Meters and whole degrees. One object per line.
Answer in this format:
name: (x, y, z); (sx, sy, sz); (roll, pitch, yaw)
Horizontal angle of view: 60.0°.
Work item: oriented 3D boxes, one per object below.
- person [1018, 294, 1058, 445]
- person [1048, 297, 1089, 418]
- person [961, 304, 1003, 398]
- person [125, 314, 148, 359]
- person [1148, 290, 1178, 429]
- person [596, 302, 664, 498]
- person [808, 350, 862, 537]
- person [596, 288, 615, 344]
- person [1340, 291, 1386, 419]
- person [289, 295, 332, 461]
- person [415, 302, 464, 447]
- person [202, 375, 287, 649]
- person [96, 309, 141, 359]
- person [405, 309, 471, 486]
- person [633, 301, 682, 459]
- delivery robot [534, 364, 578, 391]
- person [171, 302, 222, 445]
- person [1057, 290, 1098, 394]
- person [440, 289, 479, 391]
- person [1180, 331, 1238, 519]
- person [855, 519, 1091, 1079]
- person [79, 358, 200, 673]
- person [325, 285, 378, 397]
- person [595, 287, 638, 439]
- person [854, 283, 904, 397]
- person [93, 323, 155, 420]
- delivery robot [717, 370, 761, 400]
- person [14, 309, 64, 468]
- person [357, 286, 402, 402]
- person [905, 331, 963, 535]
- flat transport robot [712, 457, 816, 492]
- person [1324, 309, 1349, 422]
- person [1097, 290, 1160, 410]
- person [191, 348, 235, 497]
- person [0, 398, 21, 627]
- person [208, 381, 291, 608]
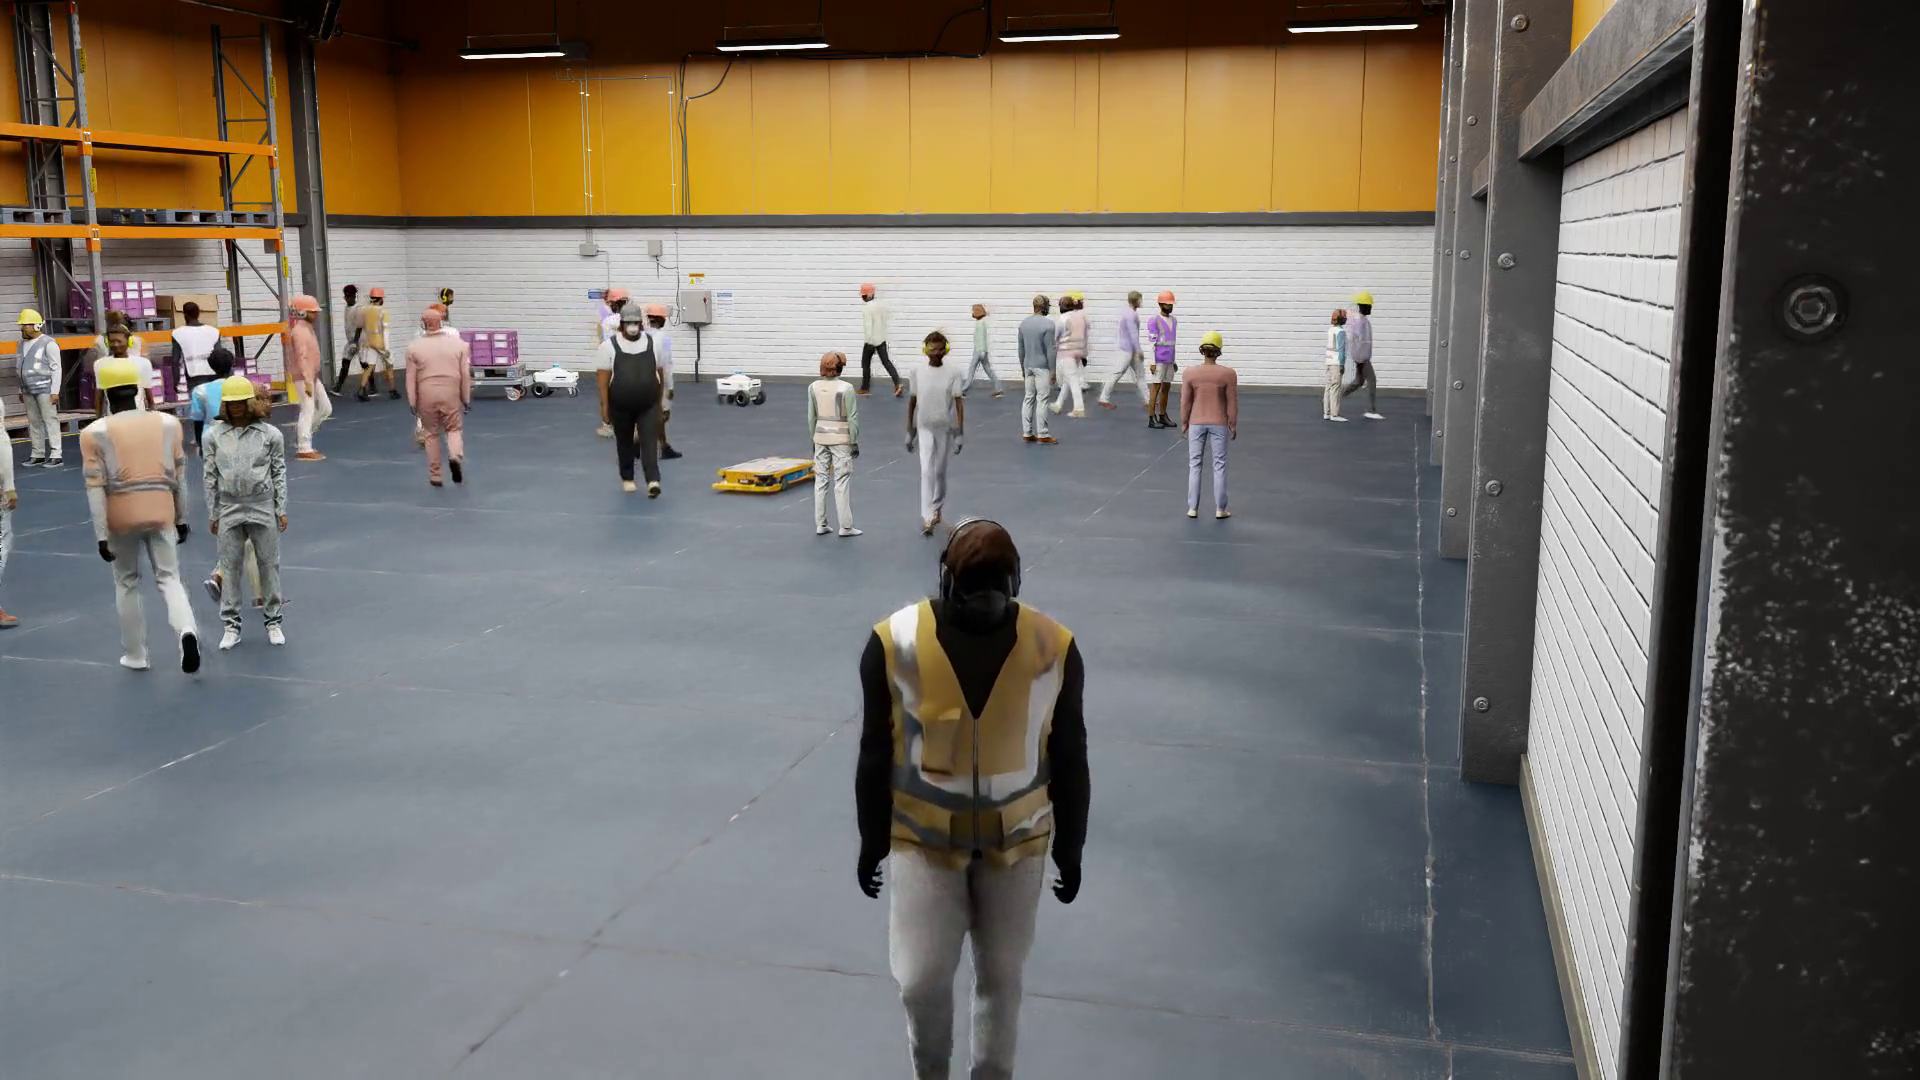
person: (1.015, -2.198, 21.487); (0.355, 1.937, 0.635); (-9, 13, -40)
person: (1.581, -2.756, 25.058); (0.654, 1.783, 0.951); (-9, 13, -41)
person: (0.324, -3.189, 28.096); (0.875, 1.584, 0.523); (1, 10, 4)
person: (-10.927, -2.130, 21.836); (0.538, 1.683, 0.391); (2, 10, 9)
person: (2.882, -2.534, 23.390); (0.552, 1.935, 0.370); (-10, 14, -43)
person: (-3.342, -1.455, 16.987); (0.694, 2.000, 1.037); (-3, 11, -18)
person: (-1.111, -0.843, 14.656); (0.513, 1.642, 0.311); (6, 12, 31)
person: (-6.004, -3.455, 28.931); (0.815, 1.811, 0.603); (10, 14, 43)
person: (5.936, -2.751, 24.774); (0.858, 1.897, 0.593); (3, 10, 16)
person: (-7.751, -1.923, 19.817); (0.436, 1.973, 0.646); (-2, 10, -9)
person: (-6.547, -2.046, 20.858); (0.580, 1.860, 0.734); (3, 10, 15)
person: (-4.537, -0.177, 10.592); (0.488, 1.743, 0.317); (-3, 11, -19)
person: (-9.954, -1.836, 19.807); (0.513, 1.800, 0.926); (-2, 10, -13)
person: (-5.523, -1.495, 17.625); (0.666, 1.892, 0.535); (-4, 11, -22)
person: (-3.644, -1.877, 19.743); (0.555, 1.916, 0.777); (8, 13, 40)
delivery robot: (-6.853, -2.744, 28.227); (0.707, 0.478, 0.477); (0, 10, 0)
person: (-9.583, -2.070, 20.991); (0.972, 1.871, 0.597); (9, 14, 43)
person: (2.062, -3.421, 28.802); (0.846, 1.791, 0.618); (2, 10, 13)
person: (-8.912, -3.447, 28.909); (0.979, 1.811, 0.518); (0, 10, 0)
person: (2.339, -1.077, 15.626); (0.535, 1.767, 0.316); (3, 10, 14)
person: (0.039, 0.839, 4.599); (0.652, 1.825, 0.450); (-1, 10, -5)
person: (-4.830, -0.122, 9.841); (0.587, 1.902, 0.765); (-9, 13, -41)
person: (-10.273, -3.346, 28.079); (0.631, 1.905, 0.882); (8, 13, 39)
person: (-4.520, -2.314, 21.952); (0.619, 2.007, 0.914); (-9, 14, -42)
person: (-1.384, -3.396, 28.272); (0.983, 1.942, 0.676); (7, 12, 35)
person: (-7.758, -1.096, 15.509); (0.520, 1.853, 0.636); (-3, 11, -18)
delivery robot: (-3.560, -2.485, 26.761); (0.707, 0.478, 0.477); (6, 12, 31)
person: (-10.680, -1.750, 19.248); (0.601, 1.830, 0.404); (4, 11, 20)
person: (-9.663, -3.237, 27.489); (0.555, 1.903, 0.962); (4, 11, 20)
person: (-0.232, -0.978, 14.976); (0.530, 1.812, 1.019); (0, 10, -1)
flat transport robot: (-2.040, -0.709, 17.774); (0.652, 0.197, 1.431); (3, 11, 18)
person: (5.510, -2.556, 24.356); (0.315, 1.641, 0.515); (-1, 10, -7)
person: (2.652, -2.951, 25.967); (1.069, 1.881, 0.630); (2, 10, 11)
person: (-6.354, -0.829, 14.449); (0.553, 1.669, 0.653); (-3, 10, -16)
person: (-6.649, -0.348, 11.090); (0.657, 1.920, 0.448); (-1, 10, -6)
person: (-4.993, -0.302, 11.654); (0.503, 1.622, 0.443); (7, 12, 34)
